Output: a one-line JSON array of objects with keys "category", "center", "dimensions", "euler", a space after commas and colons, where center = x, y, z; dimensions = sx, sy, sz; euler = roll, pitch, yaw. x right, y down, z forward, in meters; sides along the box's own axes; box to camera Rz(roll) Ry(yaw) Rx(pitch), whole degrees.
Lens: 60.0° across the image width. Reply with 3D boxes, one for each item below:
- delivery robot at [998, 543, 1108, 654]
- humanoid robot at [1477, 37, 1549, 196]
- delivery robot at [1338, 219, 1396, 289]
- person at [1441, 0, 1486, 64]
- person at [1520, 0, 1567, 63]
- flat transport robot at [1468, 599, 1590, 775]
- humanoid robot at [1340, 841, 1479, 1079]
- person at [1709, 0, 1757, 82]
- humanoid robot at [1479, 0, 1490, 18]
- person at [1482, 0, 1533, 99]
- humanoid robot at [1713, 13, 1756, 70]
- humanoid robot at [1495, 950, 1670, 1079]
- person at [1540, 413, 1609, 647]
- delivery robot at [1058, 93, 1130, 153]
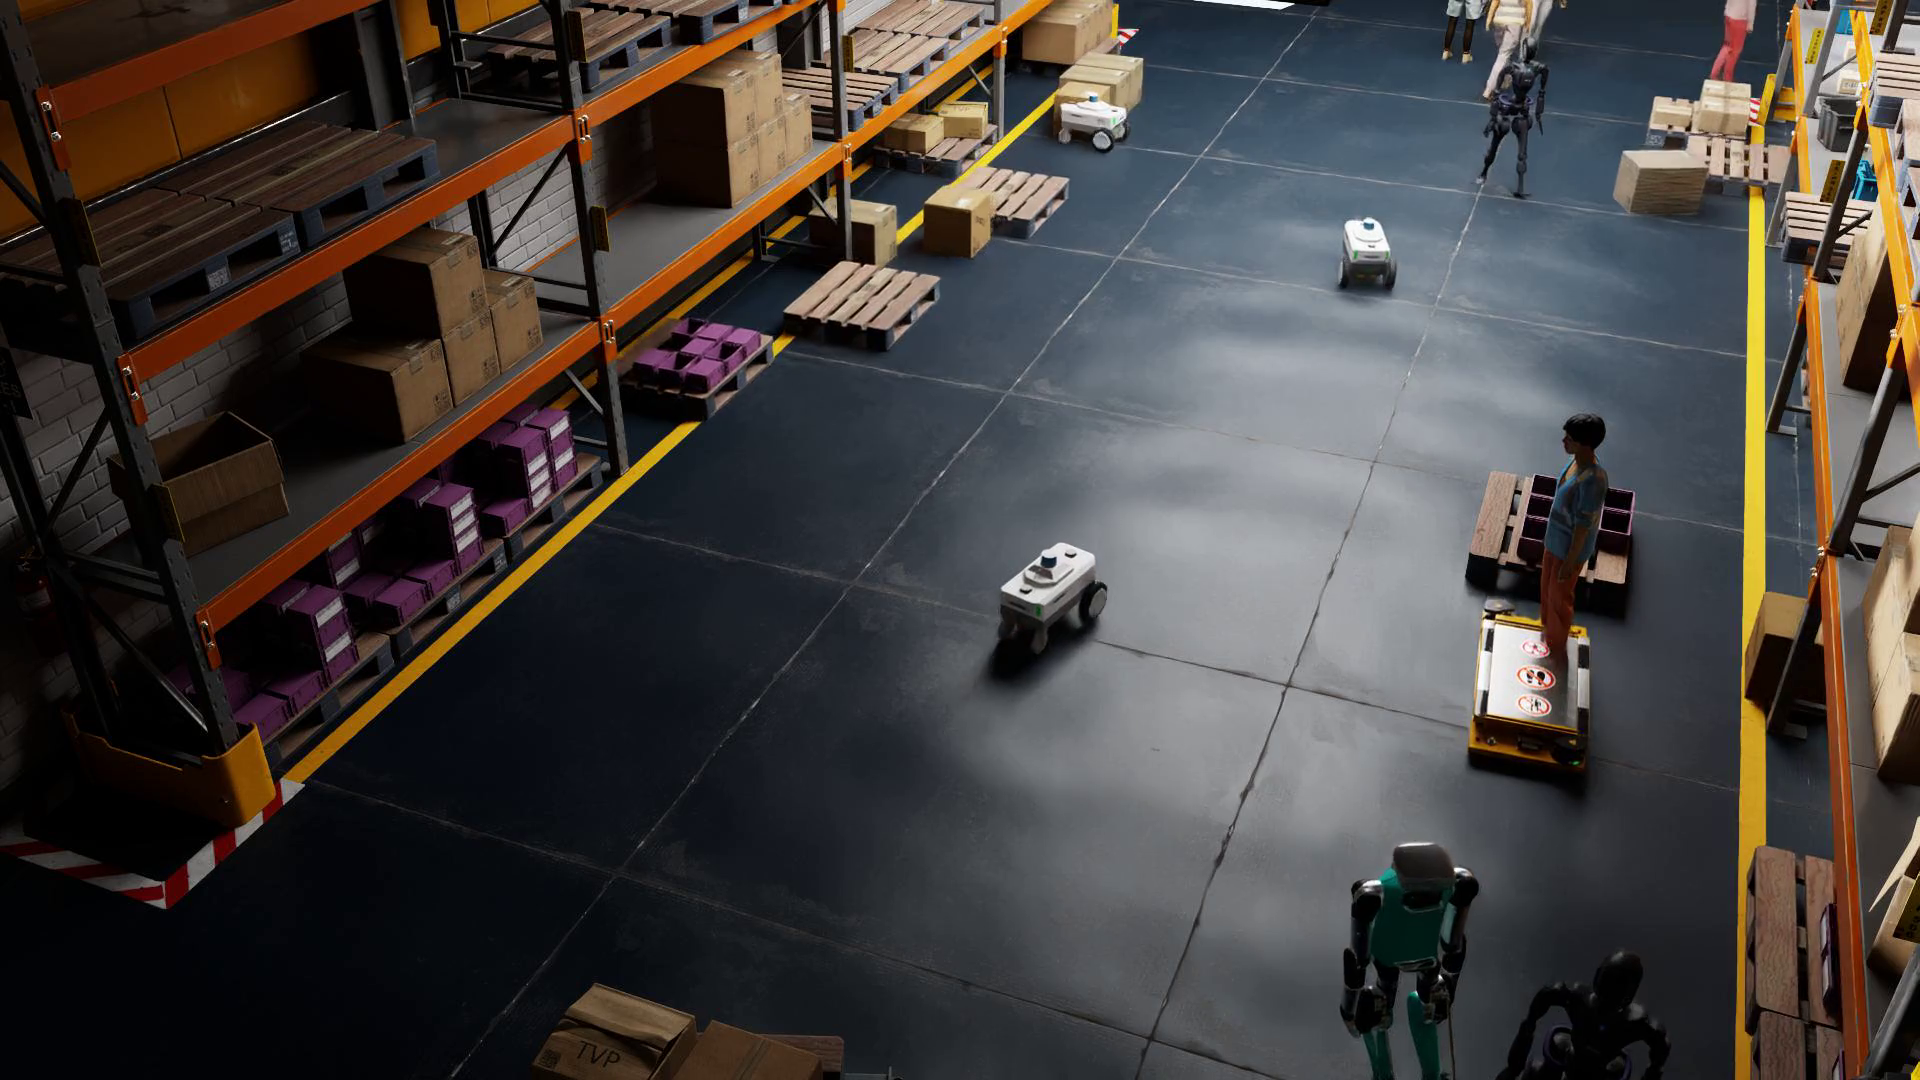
[{"category": "delivery robot", "center": [0.585, 0.333, 10.828], "dimensions": [0.499, 0.611, 0.809], "euler": [22, 39, 30]}, {"category": "humanoid robot", "center": [5.701, -4.353, 17.067], "dimensions": [0.600, 1.624, 0.780], "euler": [-3, 33, -4]}, {"category": "delivery robot", "center": [3.778, -2.677, 15.477], "dimensions": [0.499, 0.601, 0.775], "euler": [2, 33, 3]}, {"category": "person", "center": [6.371, -6.851, 20.882], "dimensions": [0.532, 1.692, 0.320], "euler": [24, 40, 32]}, {"category": "person", "center": [7.217, -6.730, 20.520], "dimensions": [0.560, 1.880, 0.741], "euler": [2, 33, 3]}, {"category": "flat transport robot", "center": [3.513, 0.880, 10.230], "dimensions": [0.659, 0.231, 1.431], "euler": [10, 34, 15]}, {"category": "humanoid robot", "center": [1.924, 2.131, 6.968], "dimensions": [0.543, 1.806, 0.854], "euler": [-6, 33, -9]}, {"category": "person", "center": [9.315, -6.220, 19.872], "dimensions": [0.290, 1.728, 0.686], "euler": [-1, 33, -2]}, {"category": "humanoid robot", "center": [7.173, -7.884, 22.546], "dimensions": [0.743, 1.904, 0.549], "euler": [-28, 42, -36]}, {"category": "person", "center": [6.509, -6.152, 19.778], "dimensions": [0.484, 1.716, 0.906], "euler": [23, 39, 31]}, {"category": "humanoid robot", "center": [9.758, -6.712, 20.687], "dimensions": [0.342, 1.667, 0.589], "euler": [6, 33, 9]}, {"category": "humanoid robot", "center": [2.498, 2.277, 6.790], "dimensions": [0.612, 1.627, 0.699], "euler": [16, 36, 23]}, {"category": "person", "center": [3.694, 0.023, 10.185], "dimensions": [0.341, 1.758, 0.507], "euler": [3, 33, 5]}, {"category": "delivery robot", "center": [1.483, -4.692, 18.562], "dimensions": [0.742, 0.566, 0.499], "euler": [17, 36, 24]}]
